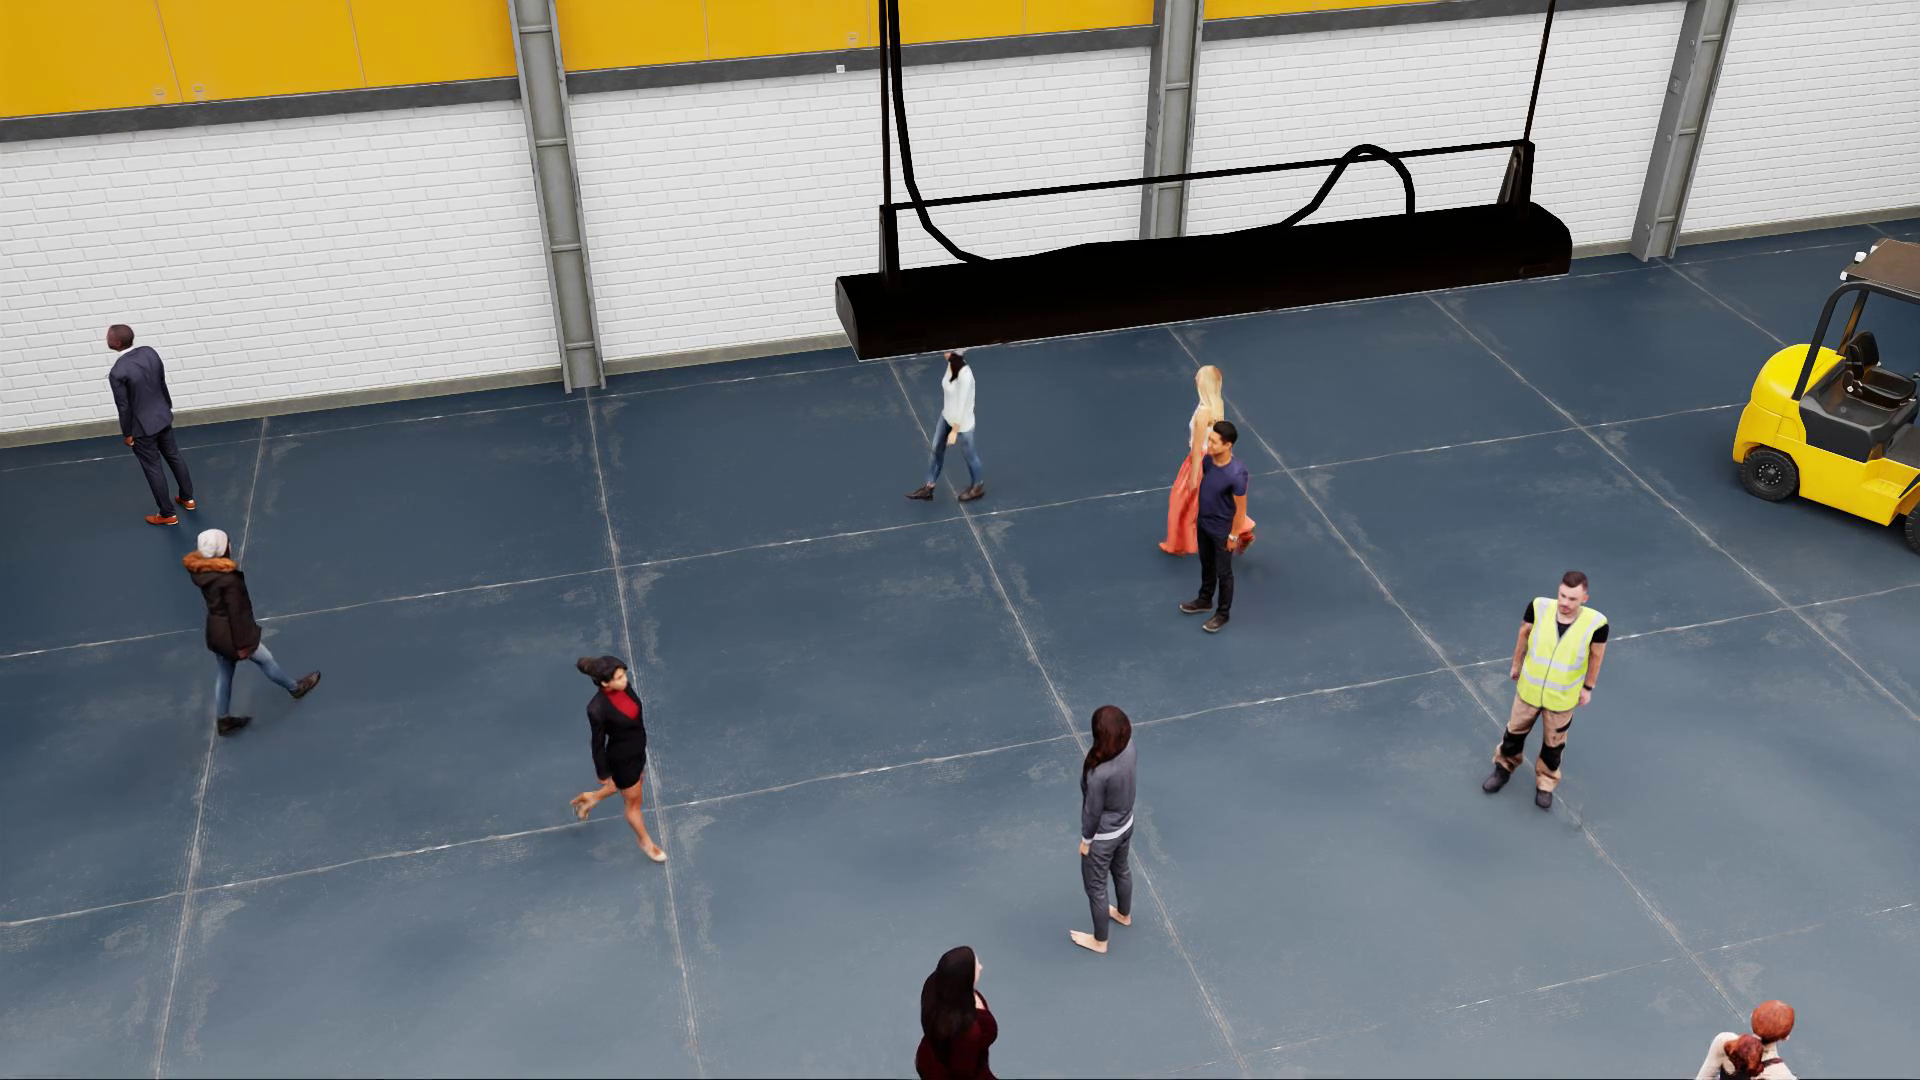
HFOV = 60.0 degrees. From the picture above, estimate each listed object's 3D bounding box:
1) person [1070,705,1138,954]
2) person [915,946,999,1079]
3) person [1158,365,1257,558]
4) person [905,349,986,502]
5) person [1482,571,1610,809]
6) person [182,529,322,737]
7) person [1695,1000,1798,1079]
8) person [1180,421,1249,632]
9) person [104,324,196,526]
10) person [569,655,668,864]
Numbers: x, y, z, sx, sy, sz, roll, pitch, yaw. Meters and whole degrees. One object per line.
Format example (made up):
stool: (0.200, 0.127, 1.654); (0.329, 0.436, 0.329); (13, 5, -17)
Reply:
person: (0.893, 1.707, 9.919); (0.734, 1.767, 0.651); (22, 39, 29)
person: (-0.111, 2.738, 8.402); (0.966, 1.728, 0.752); (-14, 36, -20)
person: (2.034, -0.565, 13.320); (1.117, 1.784, 1.018); (14, 36, 20)
person: (0.060, -1.026, 14.161); (0.962, 1.621, 0.677); (-14, 36, -20)
person: (3.895, 0.957, 10.976); (0.847, 1.844, 0.908); (17, 37, 24)
person: (-5.147, 0.685, 11.610); (0.996, 1.596, 1.100); (22, 39, 29)
person: (3.676, 2.926, 8.081); (0.801, 1.769, 0.682); (-20, 39, -27)
person: (1.973, -0.125, 12.652); (0.606, 1.791, 0.697); (-17, 37, -24)
person: (-6.791, -0.981, 13.912); (0.811, 1.822, 0.791); (12, 35, 17)
person: (-2.195, 1.377, 10.546); (0.998, 1.621, 0.858); (11, 35, 16)
